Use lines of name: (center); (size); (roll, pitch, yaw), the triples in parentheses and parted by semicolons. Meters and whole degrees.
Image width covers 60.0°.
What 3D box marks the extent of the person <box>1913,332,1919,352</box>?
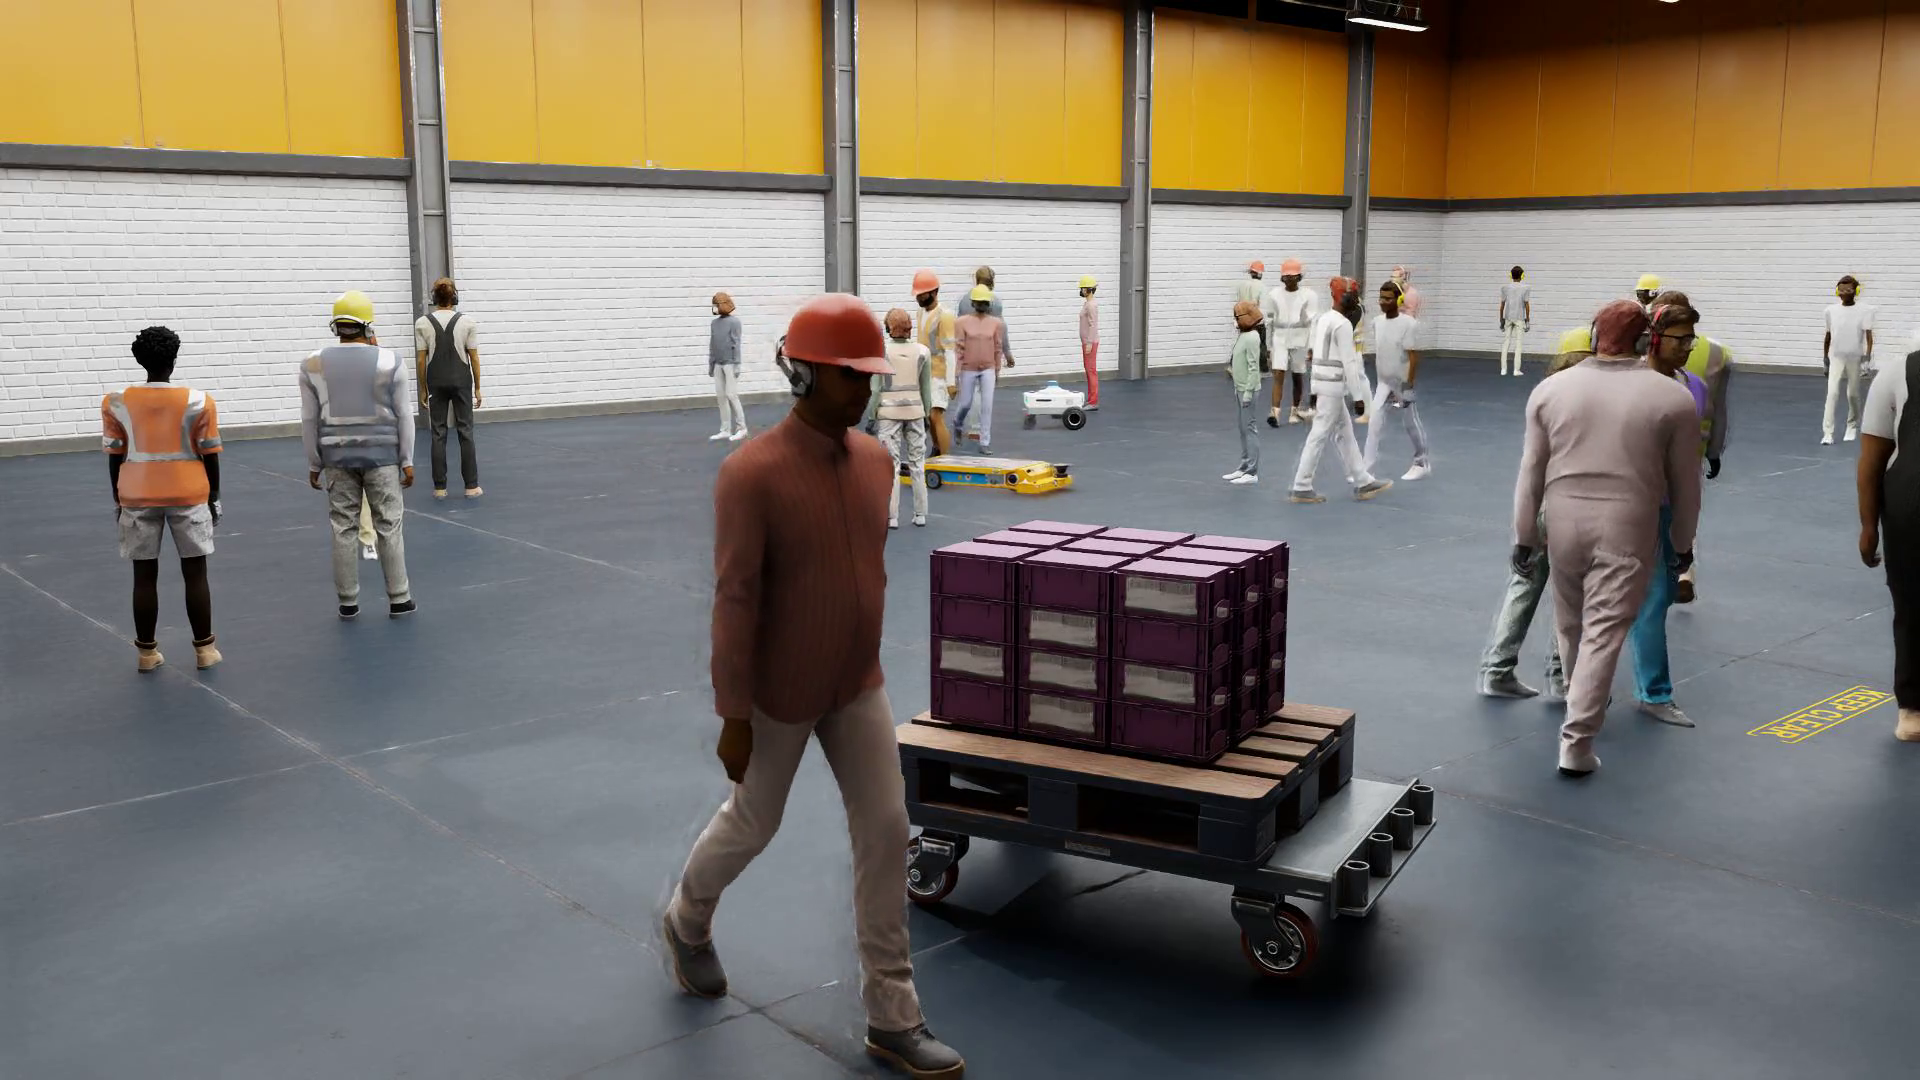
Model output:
person: (6.659, -0.806, 11.127); (1.005, 1.891, 0.644); (-7, 12, -35)

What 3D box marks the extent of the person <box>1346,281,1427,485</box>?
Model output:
person: (3.874, -1.391, 14.798); (1.033, 1.811, 0.531); (-8, 12, -39)

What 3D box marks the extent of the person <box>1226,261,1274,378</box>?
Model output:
person: (4.809, -3.646, 27.563); (0.996, 1.955, 0.609); (-9, 13, -44)

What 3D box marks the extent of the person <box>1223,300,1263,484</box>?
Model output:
person: (2.543, -1.318, 14.848); (0.288, 1.633, 0.497); (0, 10, -2)

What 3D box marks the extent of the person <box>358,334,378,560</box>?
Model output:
person: (-4.010, -0.692, 11.203); (0.519, 1.618, 0.502); (-5, 11, -27)

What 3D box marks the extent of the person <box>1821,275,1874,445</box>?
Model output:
person: (9.629, -1.949, 18.043); (0.522, 1.820, 0.963); (7, 12, 34)

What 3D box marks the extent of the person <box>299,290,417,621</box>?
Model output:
person: (-3.325, -0.460, 9.240); (0.592, 1.834, 0.404); (-1, 10, -9)

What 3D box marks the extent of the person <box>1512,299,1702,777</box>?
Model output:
person: (2.606, -0.030, 6.676); (0.665, 1.849, 1.017); (7, 12, 37)

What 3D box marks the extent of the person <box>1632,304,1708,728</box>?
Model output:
person: (3.033, -0.137, 7.411); (0.574, 1.826, 0.780); (-5, 11, -26)

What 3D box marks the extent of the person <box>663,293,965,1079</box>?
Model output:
person: (-0.441, 0.338, 4.269); (1.025, 1.948, 0.632); (9, 13, 41)

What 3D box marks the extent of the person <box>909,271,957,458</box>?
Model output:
person: (-0.227, -1.521, 15.353); (0.554, 1.884, 0.770); (-5, 11, -27)

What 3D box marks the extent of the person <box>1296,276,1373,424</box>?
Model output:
person: (4.601, -2.275, 20.016); (0.998, 1.785, 0.640); (-2, 10, -13)

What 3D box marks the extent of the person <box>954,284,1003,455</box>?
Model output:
person: (0.162, -1.766, 17.165); (0.525, 1.744, 0.680); (-2, 10, -14)

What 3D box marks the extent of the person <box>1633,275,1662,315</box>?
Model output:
person: (7.867, -2.153, 19.248); (0.722, 1.806, 0.615); (2, 10, 10)

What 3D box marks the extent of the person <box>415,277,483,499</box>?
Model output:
person: (-4.251, -1.256, 13.864); (0.506, 1.846, 0.345); (-2, 10, -11)

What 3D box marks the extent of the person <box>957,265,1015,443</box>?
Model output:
person: (0.266, -2.020, 18.118); (0.600, 1.915, 0.644); (-6, 12, -33)

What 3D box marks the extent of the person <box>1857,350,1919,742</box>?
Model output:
person: (3.923, -0.111, 6.592); (0.687, 2.000, 1.055); (6, 12, 32)

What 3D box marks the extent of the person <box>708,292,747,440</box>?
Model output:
person: (-2.570, -1.908, 18.312); (0.532, 1.627, 0.320); (9, 14, 44)

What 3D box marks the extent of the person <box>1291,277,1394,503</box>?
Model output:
person: (3.168, -1.210, 13.583); (0.938, 1.840, 0.611); (0, 10, -2)

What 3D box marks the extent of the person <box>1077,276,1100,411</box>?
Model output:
person: (1.674, -2.580, 21.846); (0.310, 1.768, 0.533); (0, 10, -1)

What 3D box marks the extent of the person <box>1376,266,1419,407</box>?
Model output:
person: (5.803, -2.710, 22.255); (0.700, 1.882, 0.674); (-2, 10, -14)

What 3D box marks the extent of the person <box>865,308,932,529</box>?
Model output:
person: (-0.449, -0.894, 12.374); (0.523, 1.635, 0.342); (-4, 11, -23)

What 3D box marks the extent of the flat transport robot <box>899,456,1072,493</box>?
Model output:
flat transport robot: (0.195, -0.586, 14.544); (1.431, 0.197, 0.652); (5, 11, 28)

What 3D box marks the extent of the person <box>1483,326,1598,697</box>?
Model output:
person: (2.704, -0.111, 7.563); (0.642, 1.700, 0.500); (-2, 10, -10)

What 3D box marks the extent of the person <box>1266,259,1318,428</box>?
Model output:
person: (3.906, -2.327, 19.707); (0.619, 1.980, 1.048); (3, 10, 19)

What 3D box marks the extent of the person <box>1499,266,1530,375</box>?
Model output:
person: (9.439, -3.719, 28.280); (0.514, 1.855, 0.327); (7, 12, 36)

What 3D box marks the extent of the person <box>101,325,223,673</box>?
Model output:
person: (-3.858, -0.192, 8.094); (0.530, 1.689, 0.321); (-3, 10, -18)

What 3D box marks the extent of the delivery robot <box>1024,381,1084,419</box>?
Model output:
delivery robot: (1.100, -1.624, 19.516); (0.707, 0.478, 0.477); (0, 10, 1)

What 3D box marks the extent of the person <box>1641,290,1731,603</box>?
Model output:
person: (4.015, -0.504, 9.493); (0.648, 1.832, 0.435); (1, 10, 6)
